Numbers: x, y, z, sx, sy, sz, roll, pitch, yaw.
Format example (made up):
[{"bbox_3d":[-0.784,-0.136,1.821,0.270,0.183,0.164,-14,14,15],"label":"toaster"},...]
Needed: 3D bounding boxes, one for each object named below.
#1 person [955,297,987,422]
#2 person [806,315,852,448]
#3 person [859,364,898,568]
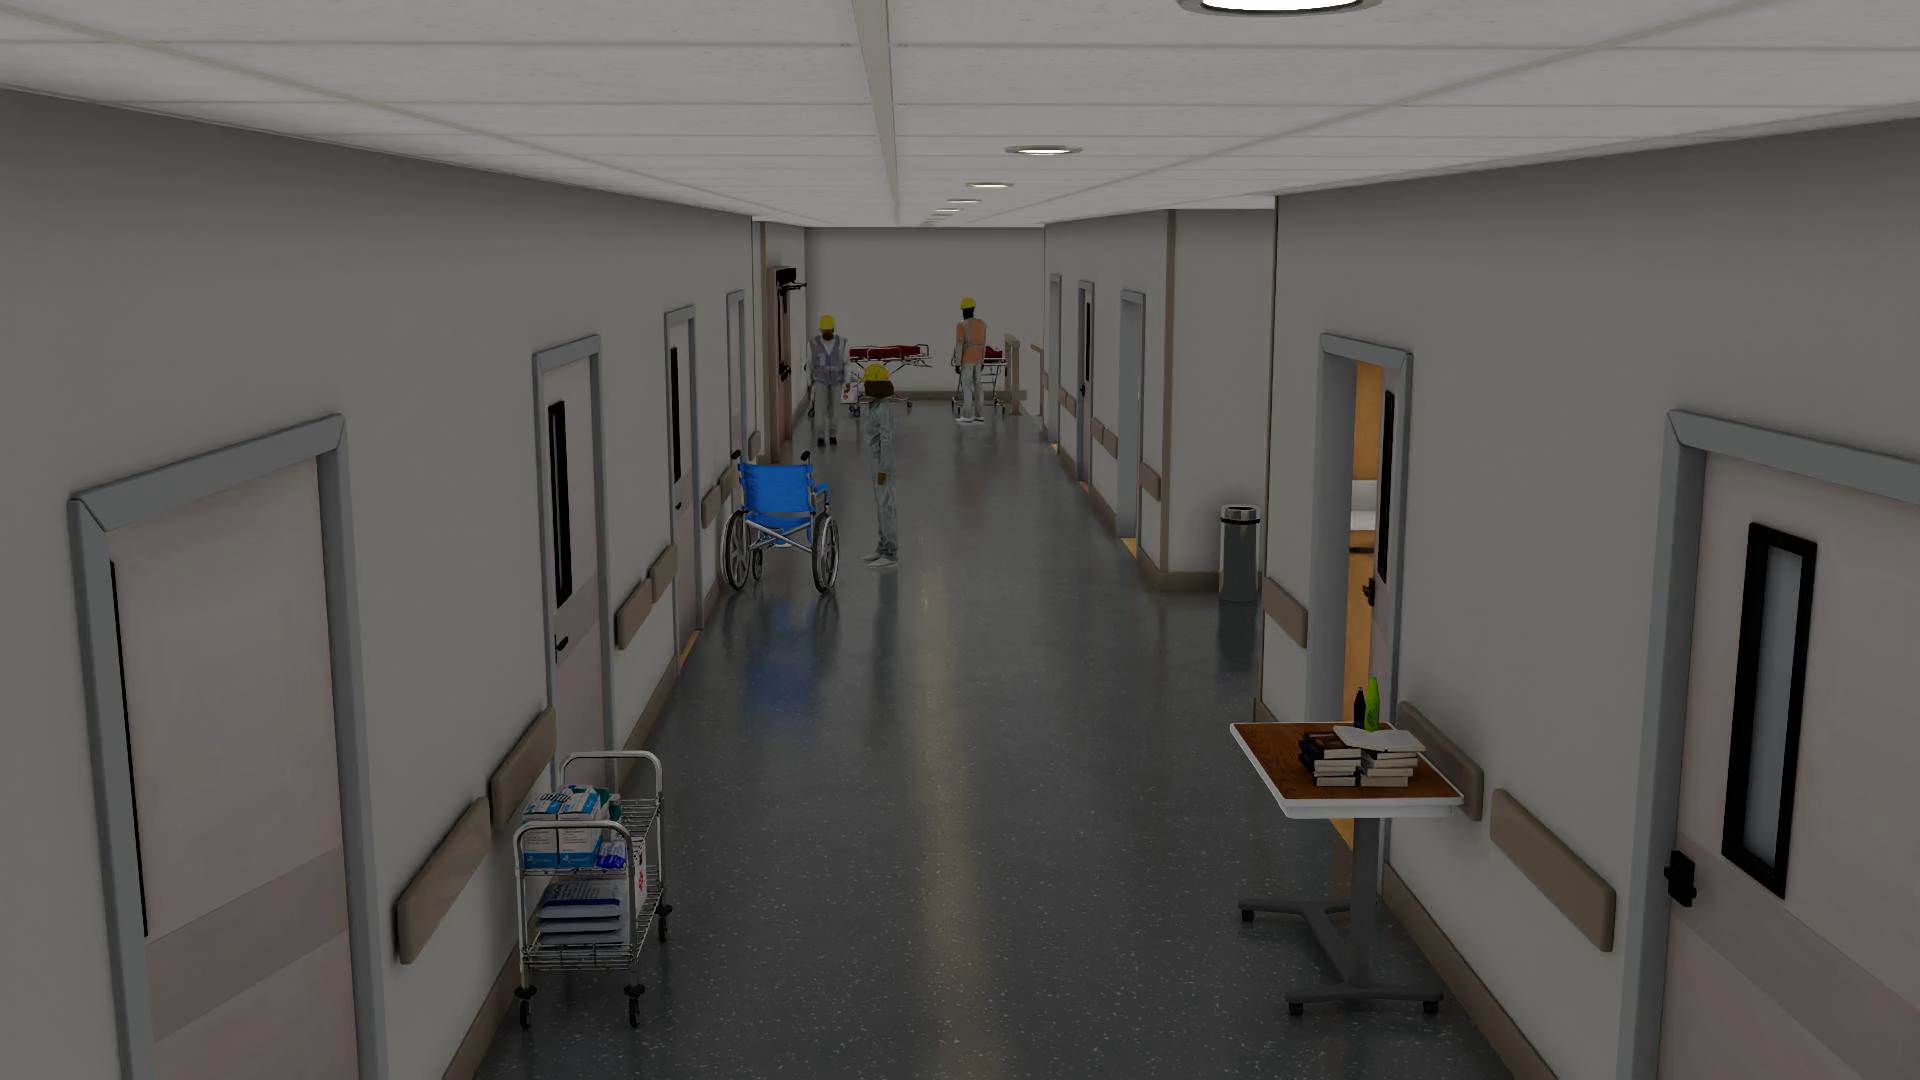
[{"bbox_3d":[0.150,-2.774,25.662,0.587,1.920,0.400,-10,14,-43],"label":"person"},{"bbox_3d":[-1.766,-2.149,22.536,0.597,1.790,0.759,-2,10,-10],"label":"person"},{"bbox_3d":[-0.697,-0.634,14.219,0.311,1.744,0.486,-2,10,-9],"label":"person"}]
